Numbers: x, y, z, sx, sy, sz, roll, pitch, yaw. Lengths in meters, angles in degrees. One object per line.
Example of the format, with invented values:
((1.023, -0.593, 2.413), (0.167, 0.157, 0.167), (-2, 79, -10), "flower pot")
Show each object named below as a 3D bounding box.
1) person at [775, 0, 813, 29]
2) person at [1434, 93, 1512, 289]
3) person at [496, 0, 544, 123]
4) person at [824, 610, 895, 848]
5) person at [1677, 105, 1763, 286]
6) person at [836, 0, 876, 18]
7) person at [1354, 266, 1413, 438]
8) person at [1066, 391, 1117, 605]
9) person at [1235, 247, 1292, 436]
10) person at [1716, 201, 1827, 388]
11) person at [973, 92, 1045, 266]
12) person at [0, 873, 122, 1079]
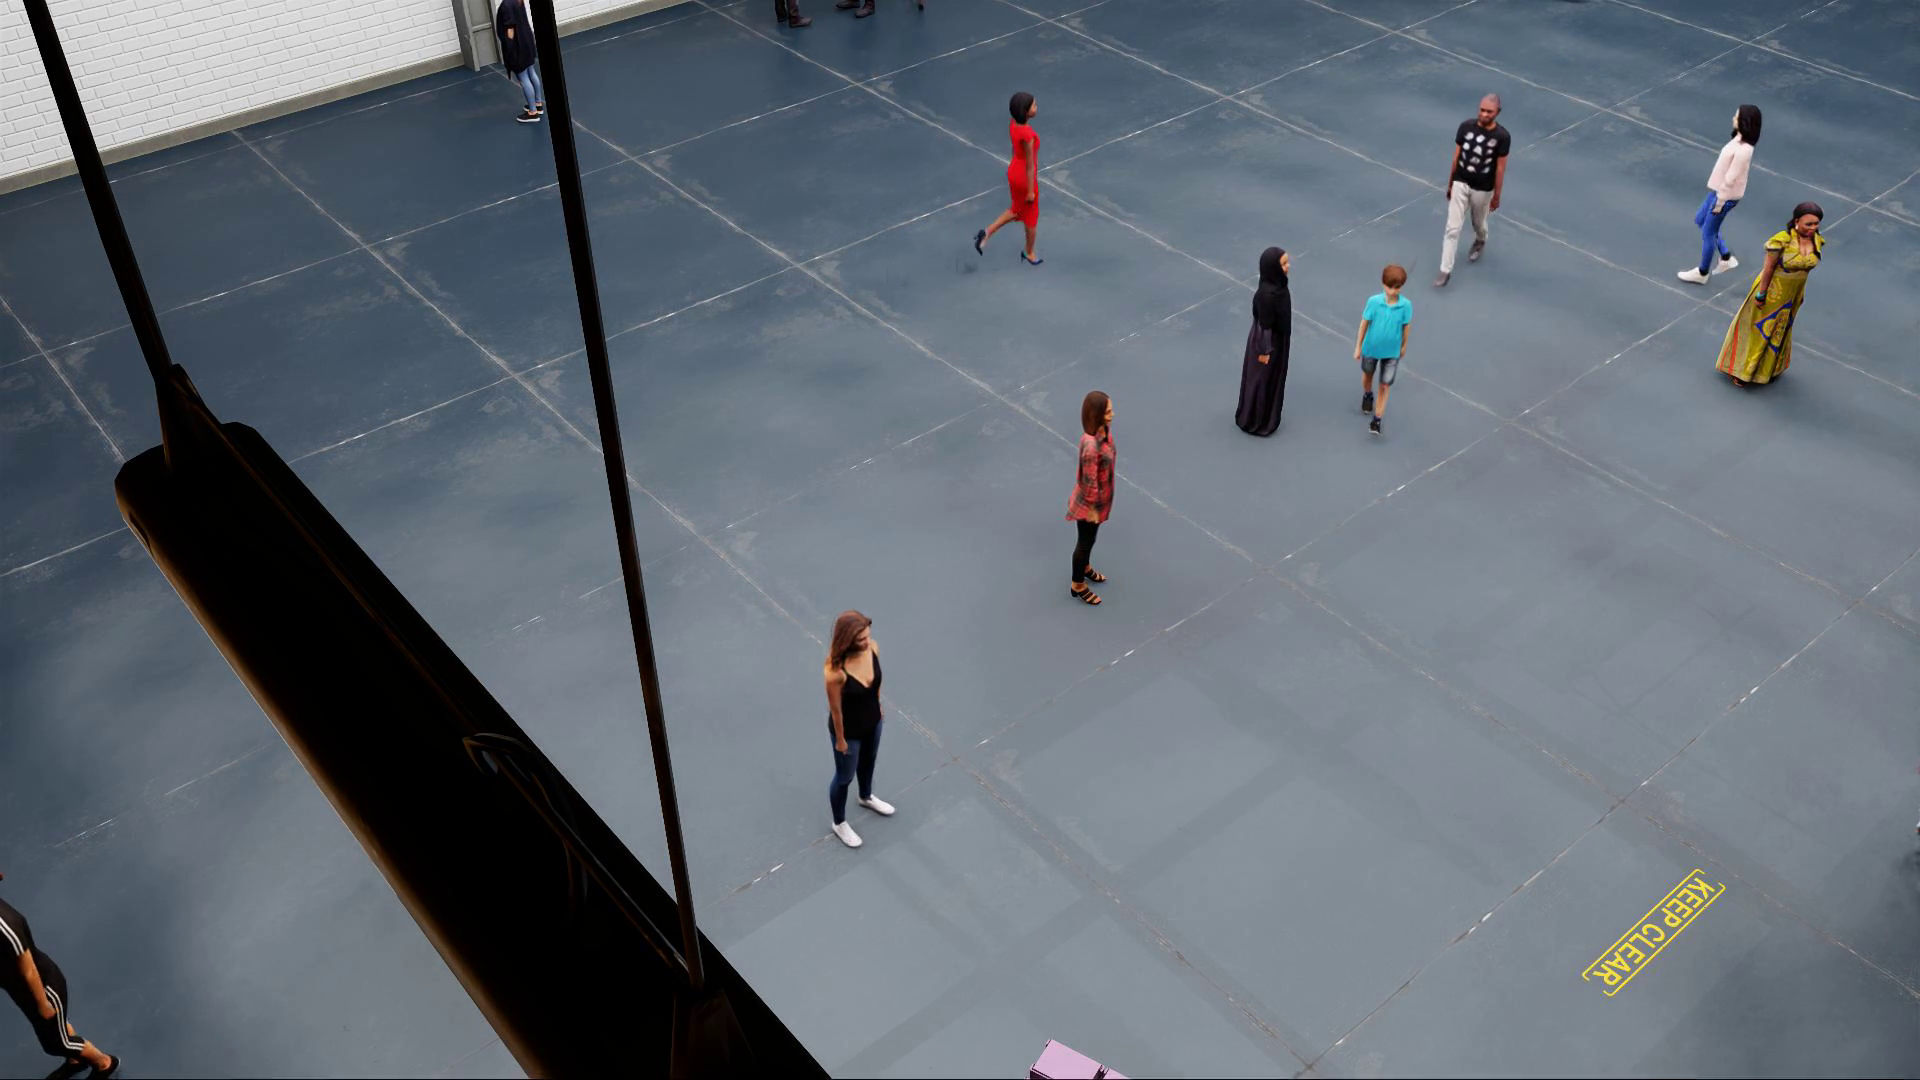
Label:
((-2.109, -7.149, 20.074), (0.560, 1.840, 0.724), (-25, 45, -28), "person")
((4.738, -3.246, 15.241), (0.926, 1.773, 1.277), (21, 43, 24), "person")
((-4.759, -5.358, 17.957), (0.779, 1.683, 0.706), (5, 39, 7), "person")
((-0.621, 1.074, 9.873), (0.695, 1.722, 0.518), (25, 45, 28), "person")
((7.019, -3.094, 15.062), (0.863, 1.759, 0.793), (17, 42, 20), "person")
((-1.270, -7.402, 20.334), (0.560, 1.911, 0.682), (-27, 46, -29), "person")
((3.415, -1.597, 13.463), (0.863, 1.415, 1.013), (10, 40, 12), "person")
((0.926, -0.316, 11.628), (0.766, 1.703, 0.679), (8, 39, 10), "person")
((2.466, -1.613, 13.326), (0.752, 1.612, 0.657), (16, 41, 19), "person")
((6.818, -2.060, 13.846), (0.888, 1.661, 1.032), (-11, 40, -14), "person")
((0.500, -3.280, 15.321), (1.007, 1.727, 0.799), (-10, 40, -13), "person")
((-4.703, 2.236, 8.462), (0.664, 1.666, 0.632), (25, 45, 28), "person")
